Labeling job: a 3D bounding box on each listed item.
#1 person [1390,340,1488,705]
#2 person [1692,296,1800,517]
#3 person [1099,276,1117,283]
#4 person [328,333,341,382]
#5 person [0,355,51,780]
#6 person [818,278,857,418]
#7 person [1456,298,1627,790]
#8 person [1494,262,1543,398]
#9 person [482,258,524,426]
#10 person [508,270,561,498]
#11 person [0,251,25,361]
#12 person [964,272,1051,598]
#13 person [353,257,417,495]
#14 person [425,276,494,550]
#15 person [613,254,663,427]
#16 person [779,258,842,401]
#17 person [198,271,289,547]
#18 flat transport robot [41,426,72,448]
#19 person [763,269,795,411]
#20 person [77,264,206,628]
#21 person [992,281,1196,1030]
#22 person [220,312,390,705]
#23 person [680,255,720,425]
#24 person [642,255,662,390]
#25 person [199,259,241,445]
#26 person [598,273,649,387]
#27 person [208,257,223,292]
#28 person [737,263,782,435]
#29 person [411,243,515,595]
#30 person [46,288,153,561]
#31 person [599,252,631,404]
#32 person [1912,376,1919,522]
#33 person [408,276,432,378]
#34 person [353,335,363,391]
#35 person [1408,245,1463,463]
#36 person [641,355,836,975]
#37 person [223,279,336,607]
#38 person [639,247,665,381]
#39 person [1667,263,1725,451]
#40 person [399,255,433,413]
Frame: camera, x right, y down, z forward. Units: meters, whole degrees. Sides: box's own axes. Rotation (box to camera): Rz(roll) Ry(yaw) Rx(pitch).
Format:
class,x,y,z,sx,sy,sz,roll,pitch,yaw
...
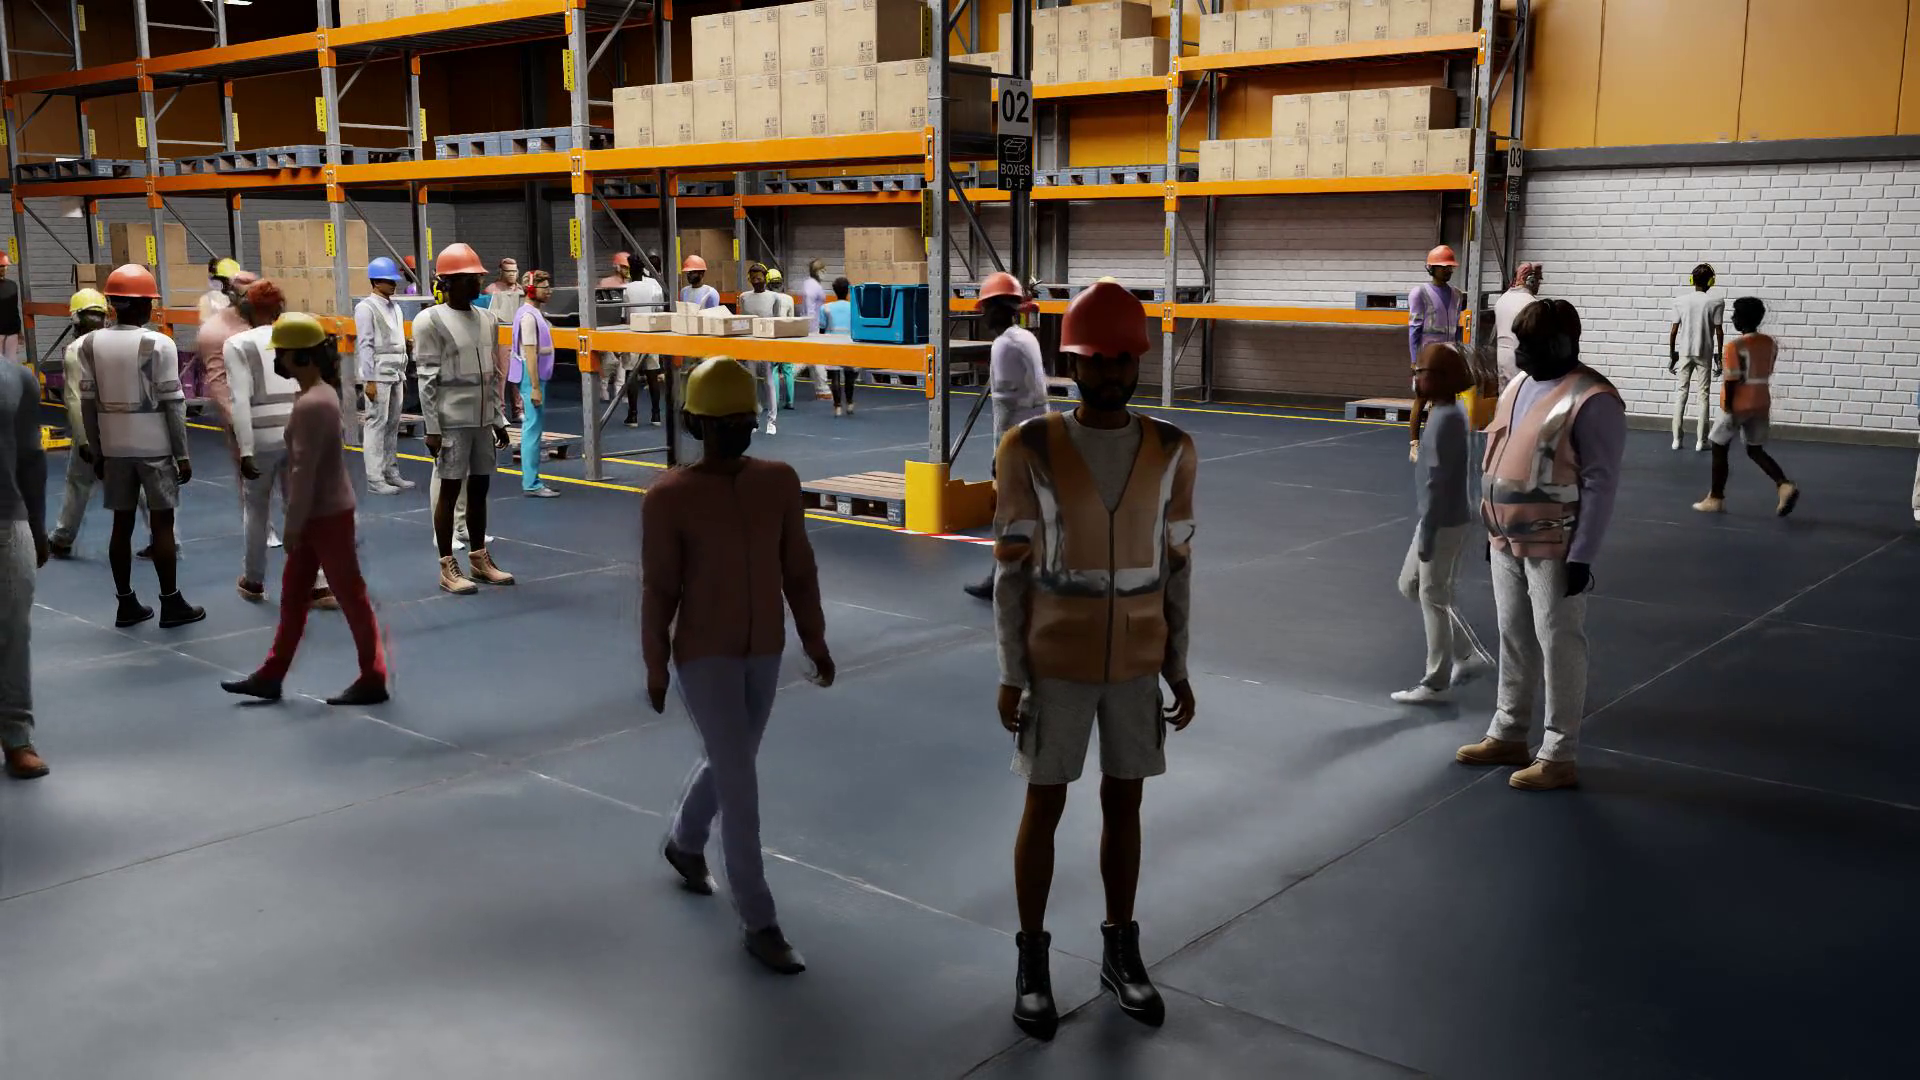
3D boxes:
class,x,y,z,sx,sy,sz,roll,pitch,yaw
person,2.094,-0.067,7.335,0.352,1.619,0.526,4,11,19
person,5.943,-0.995,12.483,0.535,1.672,0.725,-4,11,-23
person,1.440,-1.740,16.534,0.306,1.743,0.494,-4,11,-23
person,-9.113,-3.208,24.802,0.977,1.788,0.629,4,11,21
person,-3.875,-0.050,6.440,0.769,1.920,0.636,9,13,40
person,-1.432,-2.315,20.033,0.548,1.647,0.860,-1,10,-4
person,2.180,0.016,6.278,0.430,1.838,0.619,-3,10,-16
person,5.186,-1.608,15.365,0.401,1.895,0.653,-2,10,-12
person,-5.131,-2.257,19.024,0.400,1.905,0.644,7,12,34
person,-3.480,-1.267,13.546,0.389,1.845,0.564,-2,10,-13
person,-12.059,-2.642,20.955,0.396,1.992,0.623,3,10,15
person,0.280,-0.535,9.293,0.686,1.888,0.562,2,10,12
person,-4.742,-1.350,13.731,0.405,1.945,0.615,1,10,8
person,-3.418,-0.877,11.250,0.328,1.876,0.514,4,11,22
person,-3.651,-2.271,18.923,0.613,1.963,0.361,-5,11,-25
person,-1.987,-2.763,21.939,0.750,1.898,0.670,-1,10,-3
person,-4.698,-0.851,11.141,0.564,1.876,0.678,9,14,43
flat transport robot,-9.737,-1.051,16.803,1.431,0.197,0.652,5,11,27
person,-2.299,-2.490,20.742,0.530,1.765,0.326,-9,13,-41
person,-4.375,-0.495,8.897,0.551,1.935,0.375,1,10,6
person,0.356,0.308,4.315,0.542,1.939,0.365,-2,10,-11
person,-2.923,-0.113,7.259,0.800,1.733,0.547,-3,10,-18
person,-2.993,-2.264,18.959,0.542,1.939,0.364,6,11,29
person,-4.311,-3.083,23.675,0.591,1.922,0.392,-5,11,-25
person,-7.280,-1.871,16.811,0.786,1.900,0.610,8,13,38
person,-4.989,-3.137,24.390,0.861,1.784,0.598,1,10,7
person,-10.934,-3.225,24.591,0.573,1.883,0.355,-3,10,-17
person,-2.185,-2.071,18.080,0.508,1.865,0.328,2,10,9
person,-2.912,-0.712,9.818,0.367,2.048,0.609,6,11,29
person,-5.550,-0.729,10.746,1.001,1.769,0.590,3,10,16
person,-4.440,-2.754,21.658,0.463,1.970,0.635,7,12,34
person,7.332,-0.943,12.295,0.511,1.640,0.308,1,10,4
person,-8.330,-3.325,25.906,0.651,1.617,0.448,-2,10,-10
person,-8.570,-3.048,23.730,0.403,1.833,0.590,-1,10,-5
person,4.490,-1.737,15.666,0.608,2.044,0.373,-5,11,-28
person,-0.697,0.311,4.903,0.522,1.727,0.869,-9,14,-43
person,-3.882,-0.545,9.429,0.923,1.837,0.601,8,13,38
person,-4.633,-3.414,25.217,0.537,2.000,0.679,6,12,32
person,7.383,-1.826,16.684,0.534,1.863,0.310,7,12,36
person,-6.694,-2.533,20.502,0.377,1.932,0.552,2,10,10
